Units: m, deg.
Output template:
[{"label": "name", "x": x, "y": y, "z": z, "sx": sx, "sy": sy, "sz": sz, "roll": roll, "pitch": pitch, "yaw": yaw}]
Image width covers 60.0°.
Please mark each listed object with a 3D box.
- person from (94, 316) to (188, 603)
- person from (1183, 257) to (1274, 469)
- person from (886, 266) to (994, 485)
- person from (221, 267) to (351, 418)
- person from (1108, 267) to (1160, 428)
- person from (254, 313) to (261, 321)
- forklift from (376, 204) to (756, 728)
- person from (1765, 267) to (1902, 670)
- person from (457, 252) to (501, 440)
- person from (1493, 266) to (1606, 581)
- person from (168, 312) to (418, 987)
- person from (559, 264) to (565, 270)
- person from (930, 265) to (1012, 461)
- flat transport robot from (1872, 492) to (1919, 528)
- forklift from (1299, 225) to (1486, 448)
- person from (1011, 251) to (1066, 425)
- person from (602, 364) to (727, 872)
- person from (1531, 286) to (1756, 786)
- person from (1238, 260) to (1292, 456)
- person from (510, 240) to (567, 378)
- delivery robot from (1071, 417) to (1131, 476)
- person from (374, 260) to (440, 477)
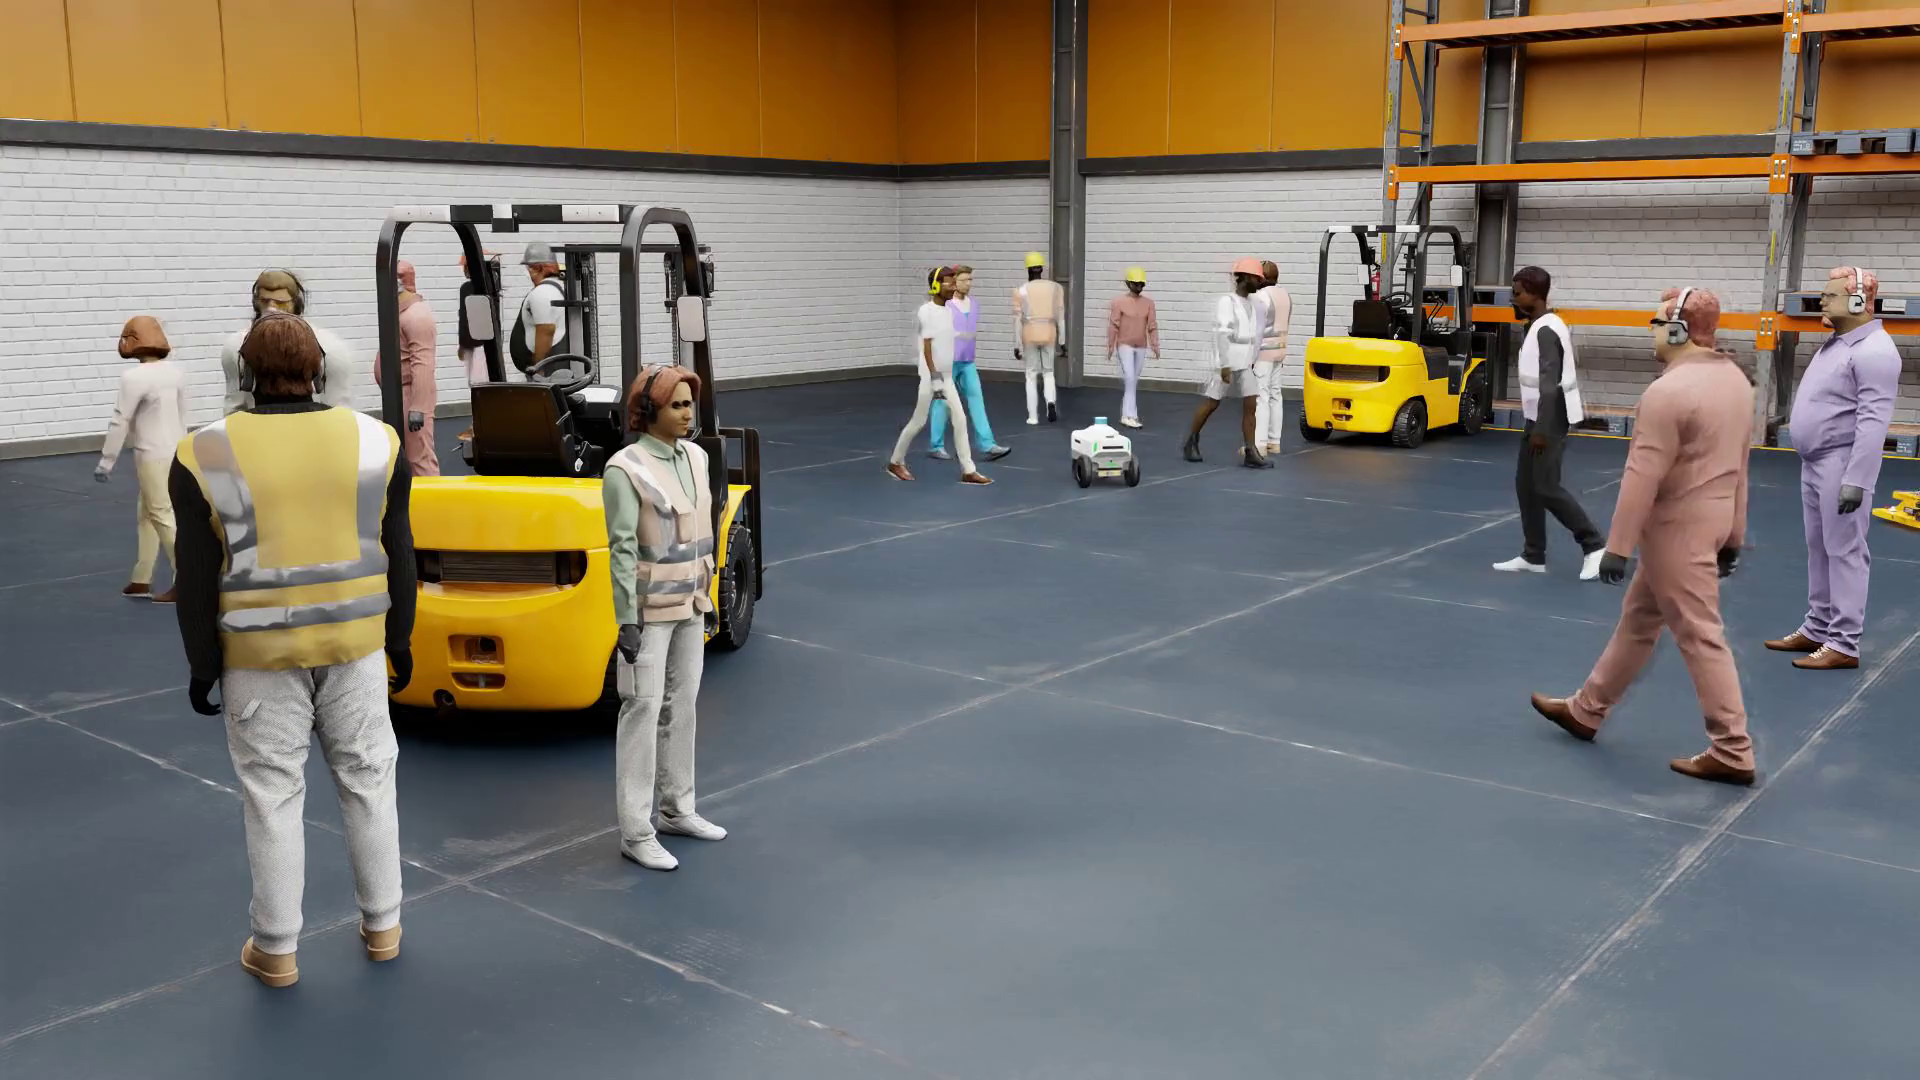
[{"label": "person", "x": -4.551, "y": -0.437, "z": 9.304, "sx": 0.530, "sy": 1.611, "sz": 0.537, "roll": 0, "pitch": 10, "yaw": 1}, {"label": "person", "x": 2.426, "y": -1.604, "z": 15.034, "sx": 0.631, "sy": 1.884, "sz": 0.991, "roll": -9, "pitch": 13, "yaw": -40}, {"label": "person", "x": -0.214, "y": -1.369, "z": 13.920, "sx": 0.984, "sy": 1.828, "sz": 0.518, "roll": 7, "pitch": 12, "yaw": 34}, {"label": "person", "x": -3.245, "y": -0.372, "z": 8.139, "sx": 0.632, "sy": 1.916, "sz": 0.634, "roll": 1, "pitch": 10, "yaw": 3}, {"label": "person", "x": 1.922, "y": -2.066, "z": 17.951, "sx": 0.553, "sy": 1.736, "sz": 0.740, "roll": -5, "pitch": 11, "yaw": -25}, {"label": "person", "x": -4.036, "y": -0.563, "z": 9.932, "sx": 0.527, "sy": 1.643, "sz": 0.866, "roll": -6, "pitch": 12, "yaw": -31}, {"label": "forklift", "x": -1.766, "y": -0.406, "z": 7.525, "sx": 1.214, "sy": 2.155, "sz": 2.313, "roll": 1, "pitch": 10, "yaw": 7}, {"label": "person", "x": 4.168, "y": -0.338, "z": 7.941, "sx": 0.407, "sy": 1.909, "sz": 0.638, "roll": 2, "pitch": 10, "yaw": 9}, {"label": "person", "x": -4.879, "y": -2.026, "z": 17.129, "sx": 0.769, "sy": 1.969, "sz": 0.626, "roll": -10, "pitch": 14, "yaw": -44}, {"label": "person", "x": 3.630, "y": -0.705, "z": 10.057, "sx": 0.656, "sy": 1.887, "sz": 0.616, "roll": 2, "pitch": 10, "yaw": 10}, {"label": "person", "x": -1.811, "y": 0.301, "z": 4.583, "sx": 0.627, "sy": 1.844, "sz": 0.429, "roll": -7, "pitch": 12, "yaw": -33}, {"label": "person", "x": -3.625, "y": -1.560, "z": 14.956, "sx": 0.403, "sy": 1.824, "sz": 0.594, "roll": 1, "pitch": 10, "yaw": 7}, {"label": "person", "x": 0.051, "y": -1.598, "z": 15.209, "sx": 0.593, "sy": 1.801, "sz": 0.934, "roll": -10, "pitch": 14, "yaw": -43}, {"label": "flat transport robot", "x": 7.341, "y": -0.209, "z": 11.759, "sx": 1.431, "sy": 0.197, "sz": 0.652, "roll": 0, "pitch": 10, "yaw": -1}, {"label": "forklift", "x": 4.449, "y": -2.115, "z": 16.993, "sx": 1.214, "sy": 2.155, "sz": 2.313, "roll": 8, "pitch": 13, "yaw": 38}, {"label": "person", "x": 0.870, "y": -2.198, "z": 18.224, "sx": 0.624, "sy": 1.911, "sz": 0.550, "roll": -2, "pitch": 10, "yaw": -10}, {"label": "person", "x": -0.970, "y": 0.244, "z": 5.466, "sx": 0.308, "sy": 1.636, "sz": 0.524, "roll": 4, "pitch": 11, "yaw": 23}, {"label": "person", "x": 2.689, "y": -0.038, "z": 6.412, "sx": 0.669, "sy": 1.850, "sz": 0.980, "roll": -10, "pitch": 14, "yaw": -43}, {"label": "person", "x": 2.880, "y": -1.723, "z": 15.797, "sx": 0.429, "sy": 1.842, "sz": 0.636, "roll": 9, "pitch": 13, "yaw": 40}, {"label": "person", "x": -3.505, "y": -1.496, "z": 13.988, "sx": 0.536, "sy": 2.000, "sz": 0.688, "roll": 1, "pitch": 10, "yaw": 4}, {"label": "delivery robot", "x": 1.177, "y": -0.787, "z": 13.915, "sx": 0.477, "sy": 0.478, "sz": 0.707, "roll": -2, "pitch": 11, "yaw": -12}, {"label": "person", "x": -3.727, "y": -0.927, "z": 11.215, "sx": 0.402, "sy": 1.904, "sz": 0.652, "roll": -5, "pitch": 11, "yaw": -25}]
